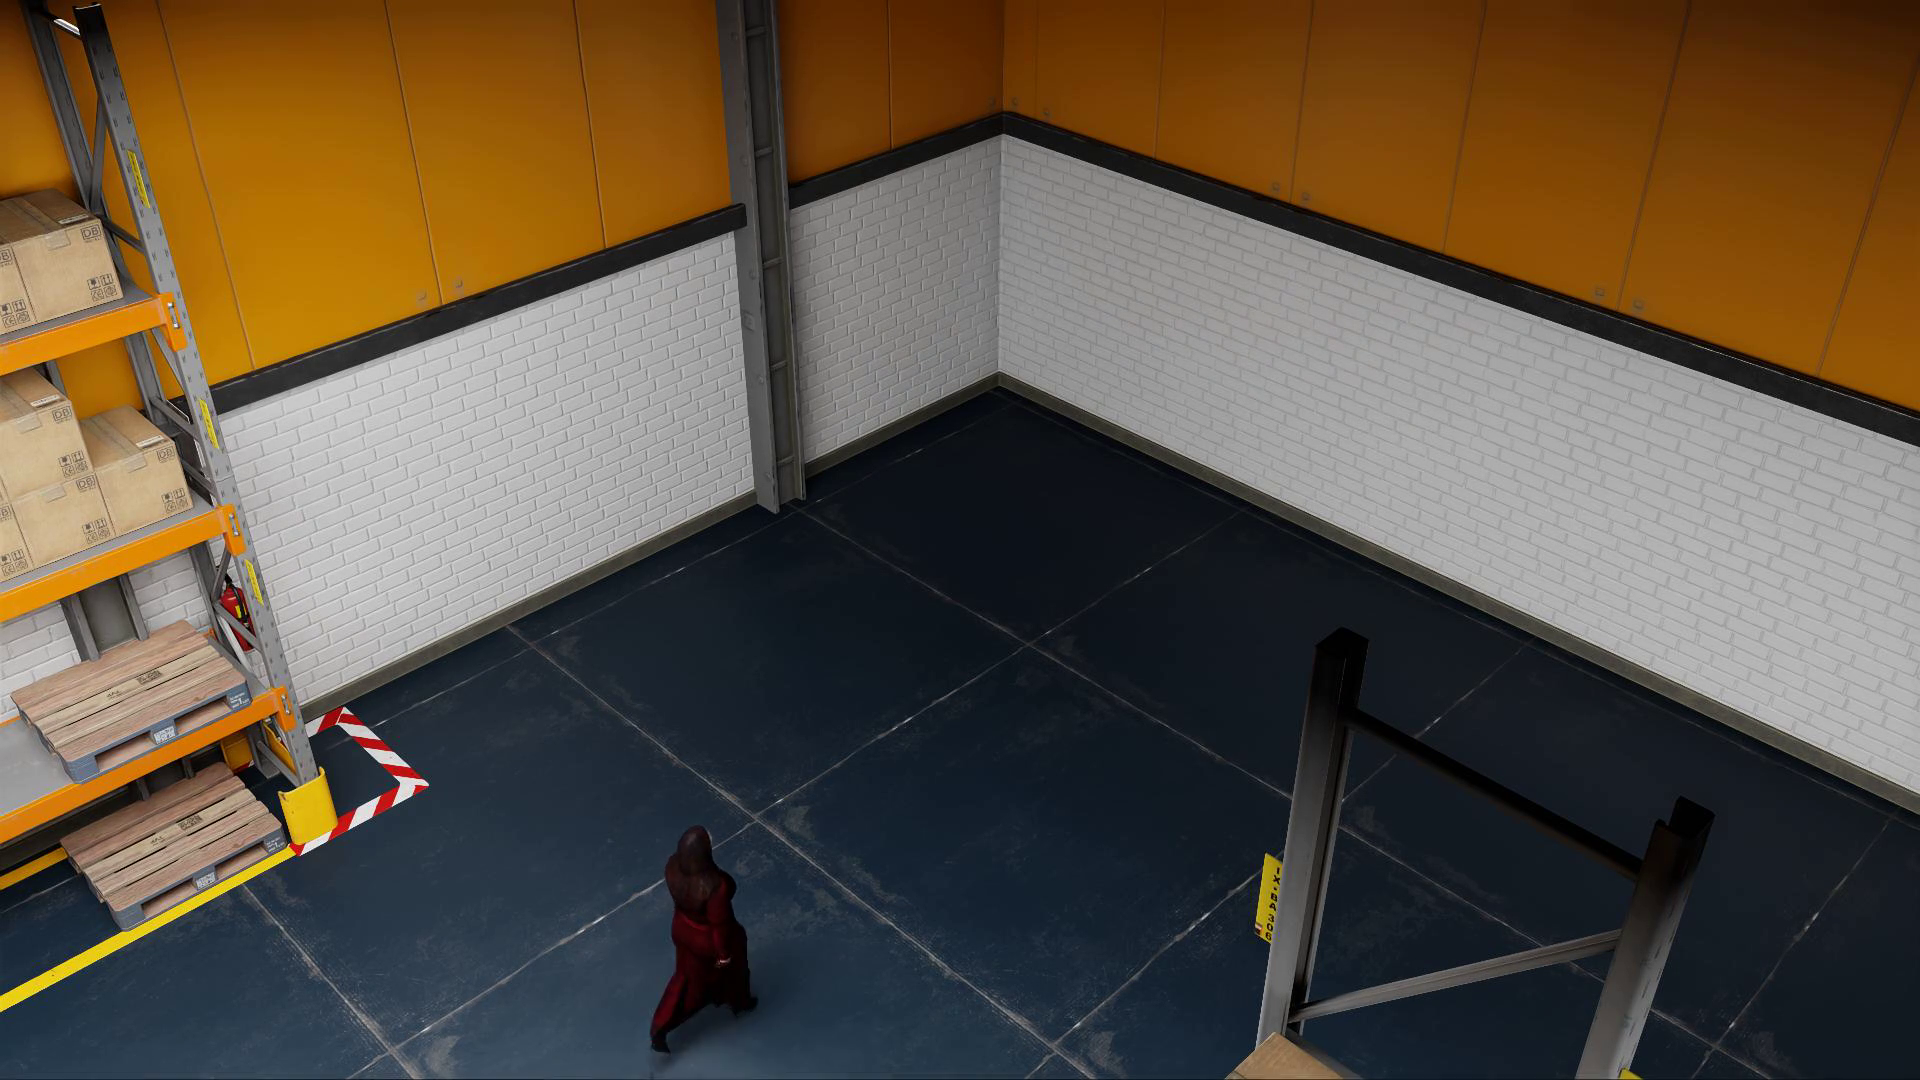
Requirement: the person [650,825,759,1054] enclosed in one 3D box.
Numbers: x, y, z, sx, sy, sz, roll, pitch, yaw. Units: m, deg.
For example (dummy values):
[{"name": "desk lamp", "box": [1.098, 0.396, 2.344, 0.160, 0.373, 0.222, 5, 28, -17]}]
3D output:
[{"name": "person", "box": [-1.626, 2.475, 10.196, 0.736, 1.735, 1.073, 23, 40, 31]}]
